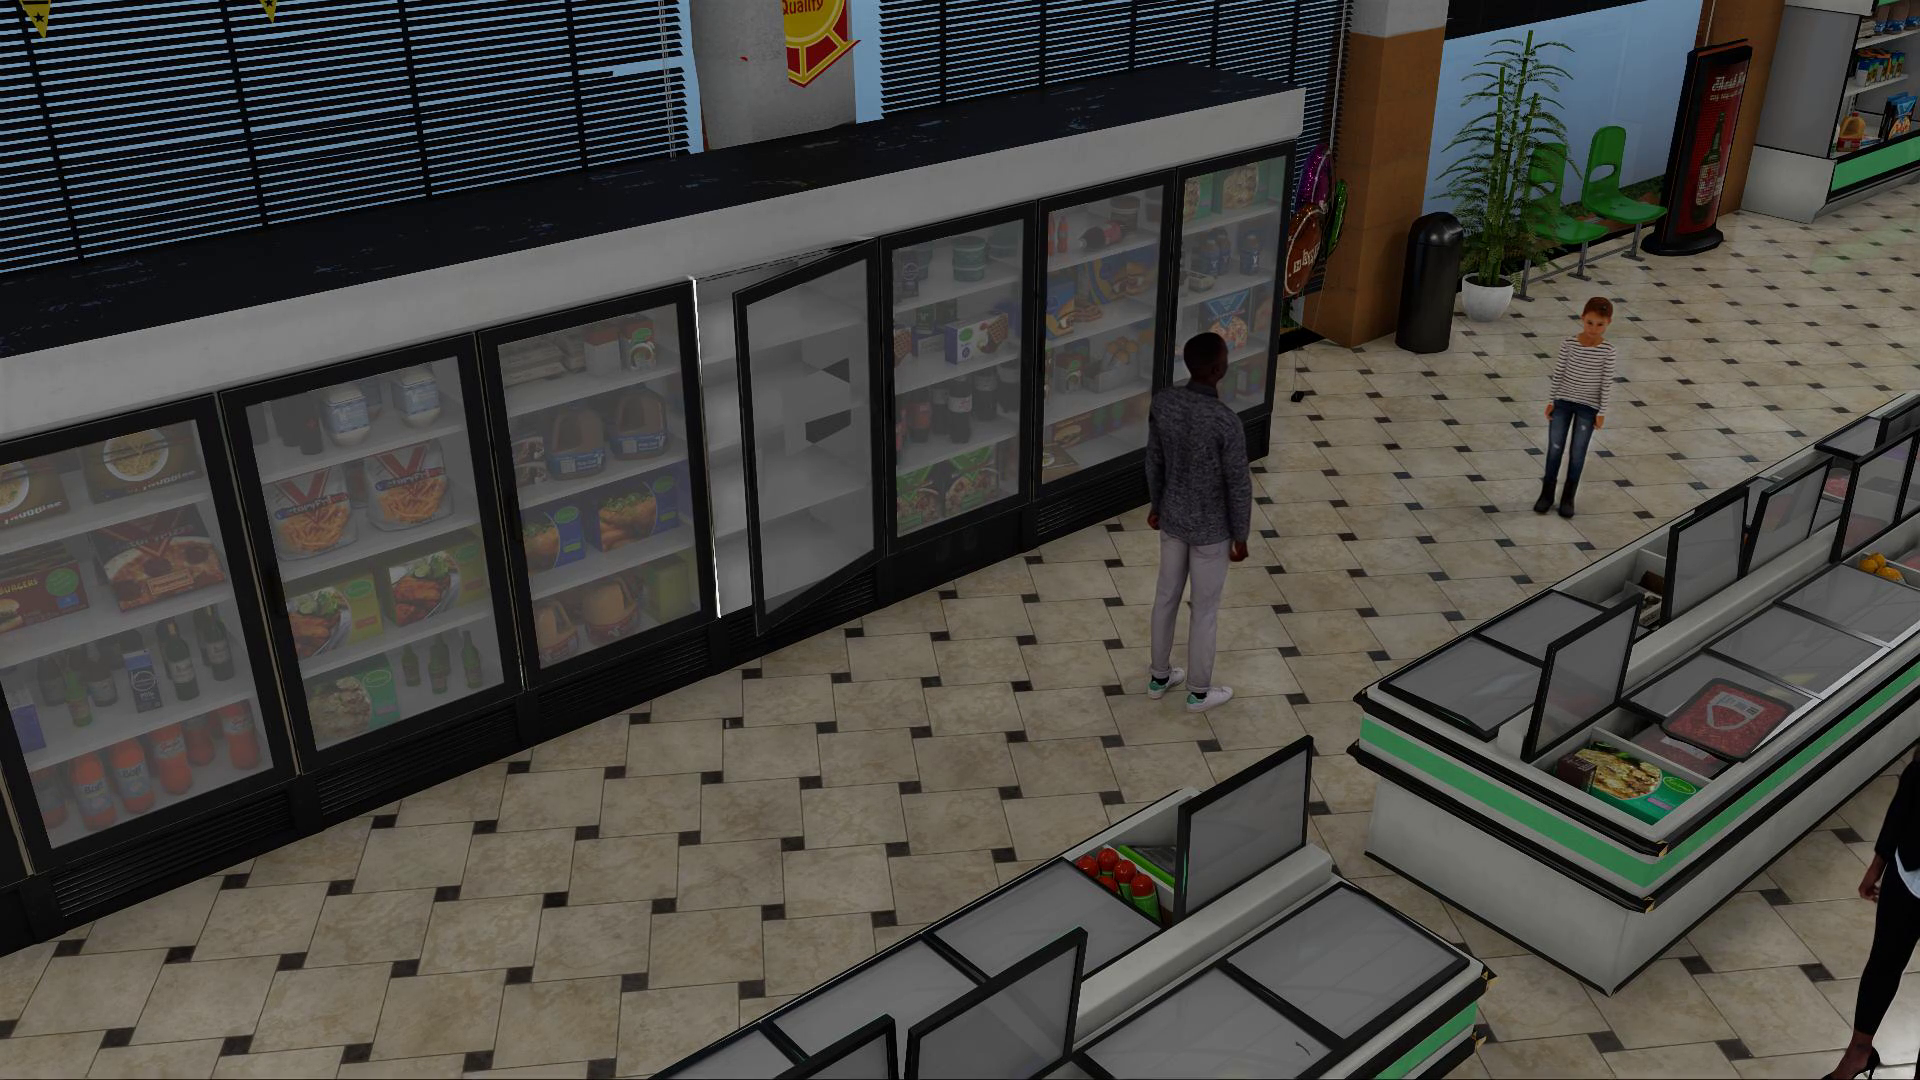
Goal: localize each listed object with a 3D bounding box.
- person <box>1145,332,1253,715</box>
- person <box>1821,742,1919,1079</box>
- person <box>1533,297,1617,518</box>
[{"bbox_3d":[1.062,-0.073,7.579,0.715,1.839,0.580,23,35,38],"label":"person"},{"bbox_3d":[3.080,1.127,5.217,0.628,1.834,0.671,-11,29,-20],"label":"person"},{"bbox_3d":[3.540,-0.771,9.537,0.544,1.311,0.576,14,30,26],"label":"person"}]
